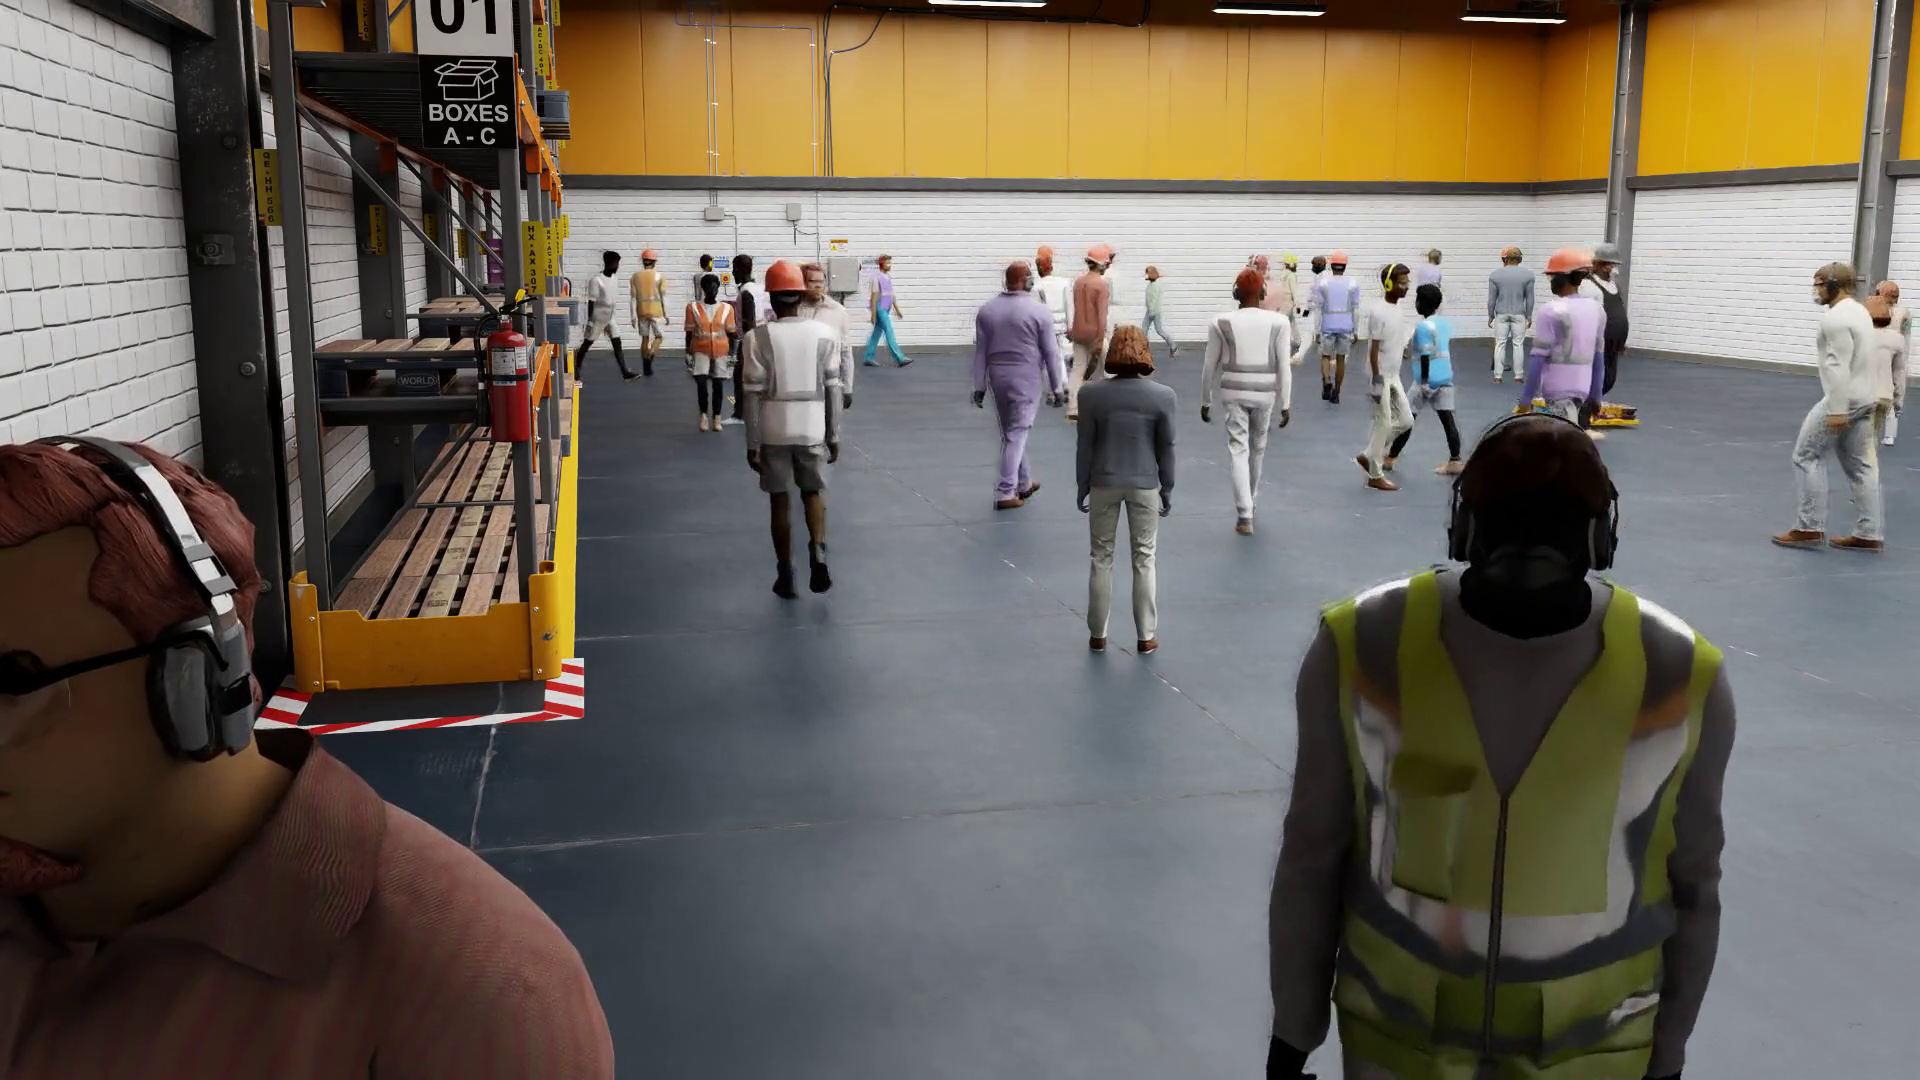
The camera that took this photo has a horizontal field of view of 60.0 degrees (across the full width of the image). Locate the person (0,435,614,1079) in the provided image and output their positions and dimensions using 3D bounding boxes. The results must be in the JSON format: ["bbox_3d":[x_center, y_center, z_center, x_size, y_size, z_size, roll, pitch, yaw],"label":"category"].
[{"bbox_3d":[-0.587,0.867,1.274,0.651,1.906,0.403,2,11,13],"label":"person"}]

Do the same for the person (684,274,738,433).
[{"bbox_3d":[-2.612,-1.959,17.544,0.558,1.673,0.612,-3,11,-15],"label":"person"}]

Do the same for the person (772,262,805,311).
[{"bbox_3d":[-1.516,-1.762,16.104,0.618,1.821,0.479,-2,10,-10],"label":"person"}]

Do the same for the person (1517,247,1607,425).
[{"bbox_3d":[4.224,-1.049,11.681,0.636,1.990,1.027,-7,12,-33],"label":"person"}]

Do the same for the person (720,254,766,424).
[{"bbox_3d":[-2.239,-2.204,18.348,0.817,1.891,0.596,0,10,0],"label":"person"}]

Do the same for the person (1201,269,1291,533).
[{"bbox_3d":[2.023,-1.000,11.827,0.605,1.827,1.002,1,10,3],"label":"person"}]

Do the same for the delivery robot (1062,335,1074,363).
[{"bbox_3d":[1.616,-2.977,26.060,0.707,0.478,0.477,1,10,4],"label":"delivery robot"}]

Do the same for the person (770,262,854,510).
[{"bbox_3d":[-1.150,-1.199,12.815,0.643,1.881,0.779,-4,11,-23],"label":"person"}]

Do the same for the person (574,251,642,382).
[{"bbox_3d":[-5.158,-3.192,23.866,1.086,1.889,0.673,6,12,29],"label":"person"}]

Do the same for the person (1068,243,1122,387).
[{"bbox_3d":[1.813,-2.842,21.603,1.052,1.981,0.642,5,11,25],"label":"person"}]

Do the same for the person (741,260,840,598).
[{"bbox_3d":[-0.944,-0.602,9.354,0.561,1.927,0.522,-4,11,-19],"label":"person"}]

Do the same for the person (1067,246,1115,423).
[{"bbox_3d":[1.552,-2.293,18.659,0.883,1.956,0.615,-8,13,-38],"label":"person"}]

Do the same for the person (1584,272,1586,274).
[{"bbox_3d":[10.428,-3.833,28.061,0.310,1.639,0.514,-7,13,-35],"label":"person"}]

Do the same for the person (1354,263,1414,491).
[{"bbox_3d":[3.489,-1.318,13.524,0.410,1.850,0.554,8,13,38],"label":"person"}]

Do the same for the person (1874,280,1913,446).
[{"bbox_3d":[9.117,-1.739,16.454,0.510,1.640,0.308,1,10,4],"label":"person"}]

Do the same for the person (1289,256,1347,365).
[{"bbox_3d":[5.875,-3.738,27.162,1.013,1.782,0.636,2,11,13],"label":"person"}]

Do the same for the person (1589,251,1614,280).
[{"bbox_3d":[10.886,-4.026,28.556,0.650,1.847,0.848,-2,10,-9],"label":"person"}]

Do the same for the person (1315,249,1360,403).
[{"bbox_3d":[4.677,-2.637,20.647,0.551,1.922,0.515,2,10,11],"label":"person"}]

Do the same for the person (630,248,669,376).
[{"bbox_3d":[-4.651,-3.380,24.776,0.589,1.916,0.622,1,10,8],"label":"person"}]

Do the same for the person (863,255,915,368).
[{"bbox_3d":[-1.158,-3.656,26.648,0.962,1.796,0.571,3,11,16],"label":"person"}]

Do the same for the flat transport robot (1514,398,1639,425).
[{"bbox_3d":[6.893,-1.448,18.632,0.652,0.197,1.431,-2,11,-13],"label":"flat transport robot"}]

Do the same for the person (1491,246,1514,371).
[{"bbox_3d":[8.535,-3.614,26.018,0.378,1.936,0.548,4,11,20],"label":"person"}]

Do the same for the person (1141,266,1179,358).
[{"bbox_3d":[3.395,-3.944,28.776,0.781,1.604,0.511,-3,11,-17],"label":"person"}]

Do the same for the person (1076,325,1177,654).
[{"bbox_3d":[0.817,-0.246,8.223,0.494,1.624,0.280,1,10,6],"label":"person"}]

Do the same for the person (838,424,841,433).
[{"bbox_3d":[-1.590,-2.012,17.564,0.527,1.793,0.983,-9,14,-42],"label":"person"}]

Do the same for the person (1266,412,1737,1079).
[{"bbox_3d":[0.797,0.696,2.517,0.626,1.814,0.911,4,11,20],"label":"person"}]

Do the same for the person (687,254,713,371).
[{"bbox_3d":[-3.966,-3.567,26.113,0.521,1.812,0.974,7,12,34],"label":"person"}]

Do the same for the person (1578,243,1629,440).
[{"bbox_3d":[6.499,-2.056,17.100,0.709,2.000,0.709,10,14,43],"label":"person"}]

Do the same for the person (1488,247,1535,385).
[{"bbox_3d":[7.764,-3.154,23.467,0.628,1.940,0.377,4,11,23],"label":"person"}]

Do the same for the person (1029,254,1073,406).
[{"bbox_3d":[1.117,-2.560,20.373,0.611,1.865,0.459,-4,11,-23],"label":"person"}]

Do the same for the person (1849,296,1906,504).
[{"bbox_3d":[6.984,-1.072,12.837,0.496,1.608,0.505,-2,11,-13],"label":"person"}]

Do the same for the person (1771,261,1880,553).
[{"bbox_3d":[5.754,-0.868,10.936,0.735,1.893,0.647,10,14,43],"label":"person"}]

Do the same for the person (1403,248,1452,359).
[{"bbox_3d":[7.947,-4.024,28.393,0.942,1.907,0.632,-2,11,-13],"label":"person"}]

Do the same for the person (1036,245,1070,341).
[{"bbox_3d":[1.585,-4.026,28.254,0.757,1.963,0.636,-5,11,-24],"label":"person"}]

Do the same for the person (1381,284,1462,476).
[{"bbox_3d":[4.022,-1.393,14.488,0.877,1.651,0.546,10,14,43],"label":"person"}]

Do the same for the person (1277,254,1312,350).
[{"bbox_3d":[6.043,-4.349,30.521,0.948,1.782,0.612,-2,10,-10],"label":"person"}]

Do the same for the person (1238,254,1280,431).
[{"bbox_3d":[3.128,-2.091,17.707,0.445,1.888,0.657,8,13,39],"label":"person"}]

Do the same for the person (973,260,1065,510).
[{"bbox_3d":[0.516,-1.198,12.791,0.671,1.869,0.915,7,12,35],"label":"person"}]
